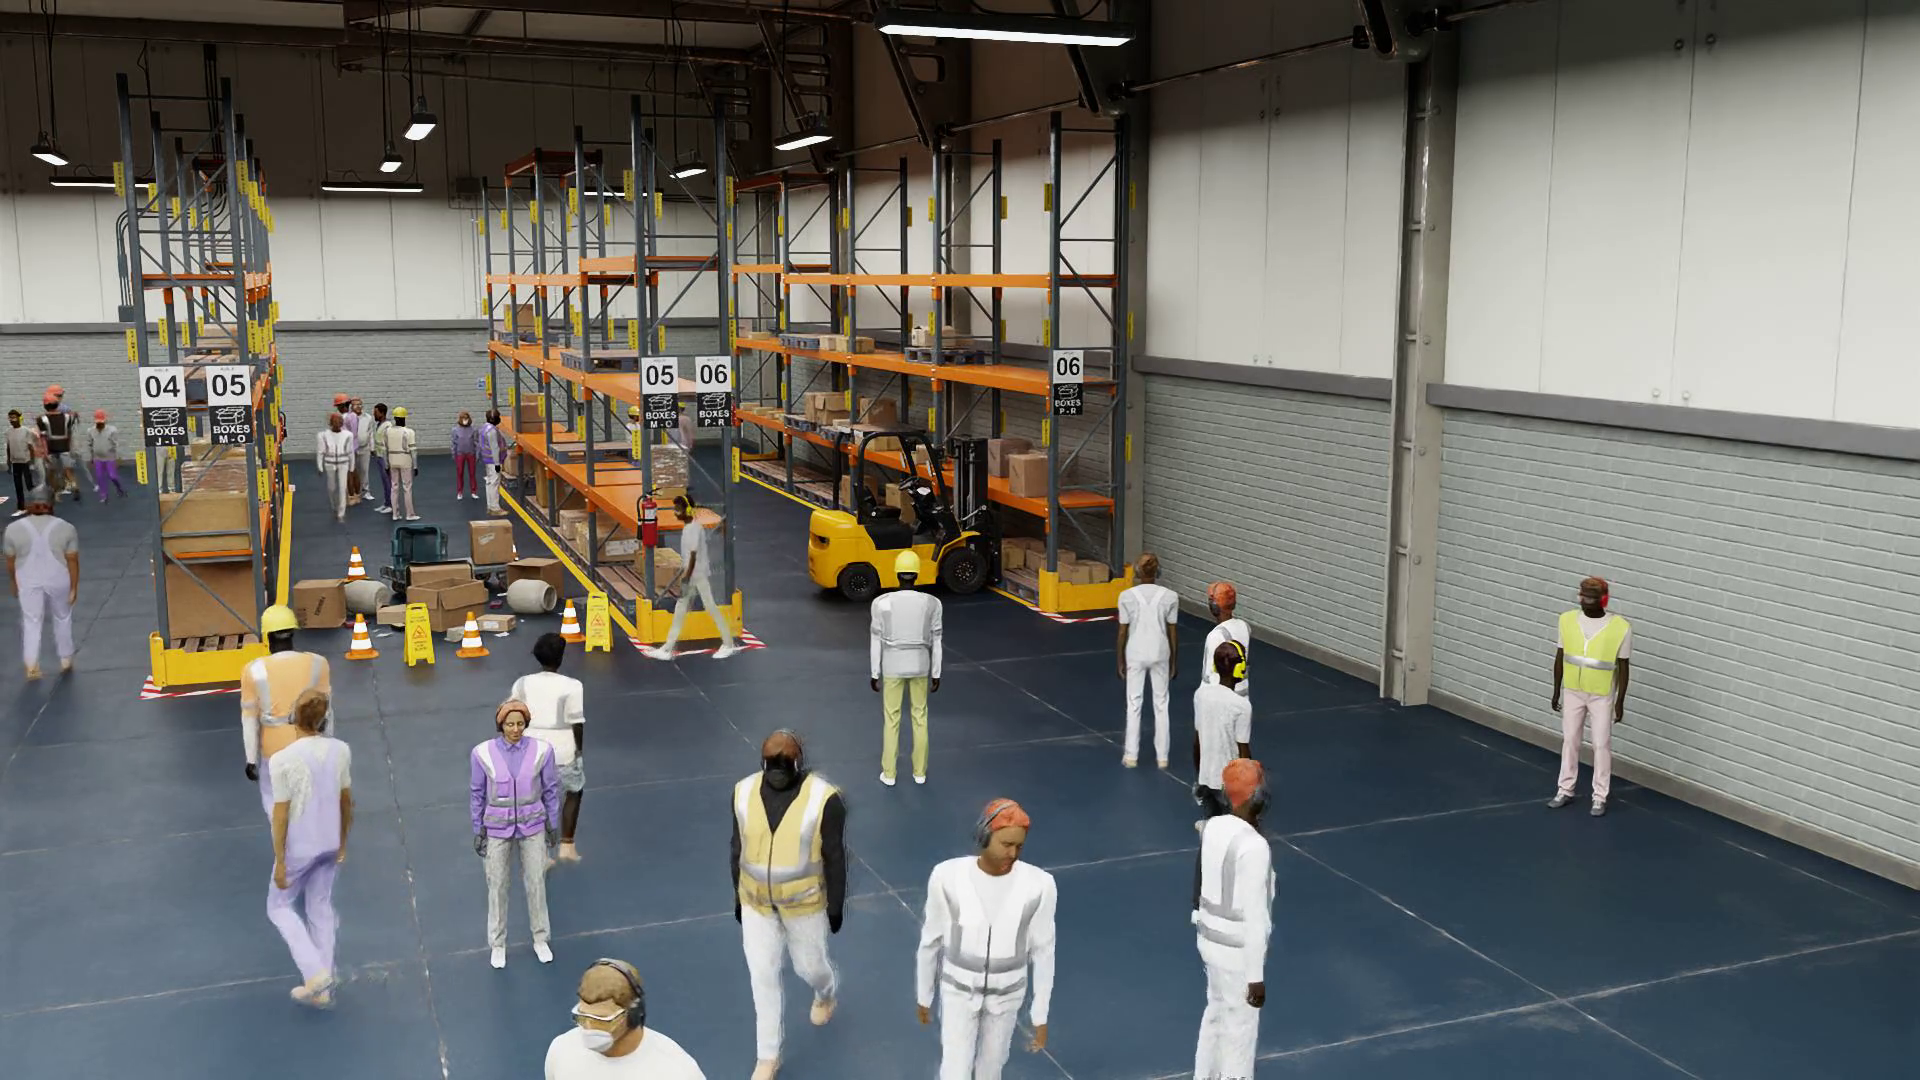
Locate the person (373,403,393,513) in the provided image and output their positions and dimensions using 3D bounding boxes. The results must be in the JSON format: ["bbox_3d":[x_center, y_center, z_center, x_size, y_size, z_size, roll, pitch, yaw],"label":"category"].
[{"bbox_3d":[-10.029,-1.432,29.039,0.391,1.920,0.587,-6,11,-33],"label":"person"}]

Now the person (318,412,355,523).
[{"bbox_3d":[-10.506,-1.237,28.043,0.595,1.854,0.896,-3,10,-20],"label":"person"}]

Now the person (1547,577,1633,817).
[{"bbox_3d":[4.843,1.188,12.788,0.566,1.843,0.387,7,12,38],"label":"person"}]

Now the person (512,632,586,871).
[{"bbox_3d":[-2.837,1.477,11.474,0.547,1.674,0.406,1,9,7],"label":"person"}]

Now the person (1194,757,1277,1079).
[{"bbox_3d":[1.303,1.973,7.843,0.353,1.858,0.692,-2,9,-14],"label":"person"}]

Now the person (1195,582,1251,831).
[{"bbox_3d":[1.959,1.239,12.342,0.346,1.882,0.578,6,11,32],"label":"person"}]

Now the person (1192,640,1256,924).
[{"bbox_3d":[1.667,1.551,10.472,0.333,1.855,0.529,-6,11,-31],"label":"person"}]

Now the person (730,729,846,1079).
[{"bbox_3d":[-0.886,1.851,8.713,0.636,1.820,0.774,2,9,13],"label":"person"}]

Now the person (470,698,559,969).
[{"bbox_3d":[-2.660,1.744,9.964,0.515,1.634,0.312,-3,10,-19],"label":"person"}]

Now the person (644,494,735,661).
[{"bbox_3d":[-2.859,0.412,17.779,1.016,1.807,0.547,-5,10,-26],"label":"person"}]

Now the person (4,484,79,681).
[{"bbox_3d":[-9.426,0.402,17.118,0.679,2.000,0.934,-4,10,-23],"label":"person"}]

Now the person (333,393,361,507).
[{"bbox_3d":[-10.989,-1.606,29.782,0.385,2.035,0.605,1,9,5],"label":"person"}]

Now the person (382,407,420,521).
[{"bbox_3d":[-9.419,-1.278,28.050,0.594,1.924,0.379,2,9,9],"label":"person"}]

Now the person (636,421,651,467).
[{"bbox_3d":[-6.404,-2.003,33.532,0.504,1.631,0.274,9,13,44],"label":"person"}]

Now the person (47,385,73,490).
[{"bbox_3d":[-17.331,-1.964,31.997,0.615,2.042,0.372,7,11,36],"label":"person"}]

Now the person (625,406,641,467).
[{"bbox_3d":[-5.953,-1.575,30.459,0.341,1.757,0.517,2,9,13],"label":"person"}]

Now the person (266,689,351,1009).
[{"bbox_3d":[-3.672,1.742,9.382,0.413,1.814,0.529,6,11,33],"label":"person"}]

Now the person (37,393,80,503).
[{"bbox_3d":[-16.283,-1.642,30.048,0.782,2.026,0.610,8,12,41],"label":"person"}]

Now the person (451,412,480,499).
[{"bbox_3d":[-9.147,-1.561,30.779,0.499,1.629,0.289,-3,10,-18],"label":"person"}]

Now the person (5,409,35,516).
[{"bbox_3d":[-16.117,-1.320,28.530,0.505,1.862,0.331,1,9,6],"label":"person"}]

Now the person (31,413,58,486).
[{"bbox_3d":[-16.901,-1.540,30.657,0.552,1.621,0.545,6,11,35],"label":"person"}]

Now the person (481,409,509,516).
[{"bbox_3d":[-8.037,-1.345,28.735,0.429,1.842,0.637,-5,10,-26],"label":"person"}]

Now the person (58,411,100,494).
[{"bbox_3d":[-16.721,-1.653,31.505,0.884,1.573,0.501,0,9,-1],"label":"person"}]

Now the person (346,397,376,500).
[{"bbox_3d":[-11.048,-1.664,30.540,0.639,1.910,0.406,-8,12,-42],"label":"person"}]

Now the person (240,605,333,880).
[{"bbox_3d":[-4.577,1.386,11.344,0.618,1.907,0.424,-7,11,-37],"label":"person"}]

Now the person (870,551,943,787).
[{"bbox_3d":[-0.436,1.042,13.489,0.587,1.921,0.388,-2,9,-10],"label":"person"}]

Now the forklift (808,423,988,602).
[{"bbox_3d":[-0.830,-0.399,21.676,2.313,2.155,1.214,-4,10,-21],"label":"forklift"}]

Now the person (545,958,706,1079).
[{"bbox_3d":[-1.110,2.297,5.542,0.627,1.933,0.367,4,10,26],"label":"person"}]

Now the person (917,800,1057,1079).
[{"bbox_3d":[0.118,2.045,7.377,0.610,1.847,0.598,0,9,-2],"label":"person"}]

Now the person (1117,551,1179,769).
[{"bbox_3d":[1.568,1.008,13.935,0.508,1.841,0.345,1,9,5],"label":"person"}]

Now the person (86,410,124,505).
[{"bbox_3d":[-15.490,-1.512,30.129,0.592,1.721,0.564,-1,9,-6],"label":"person"}]
